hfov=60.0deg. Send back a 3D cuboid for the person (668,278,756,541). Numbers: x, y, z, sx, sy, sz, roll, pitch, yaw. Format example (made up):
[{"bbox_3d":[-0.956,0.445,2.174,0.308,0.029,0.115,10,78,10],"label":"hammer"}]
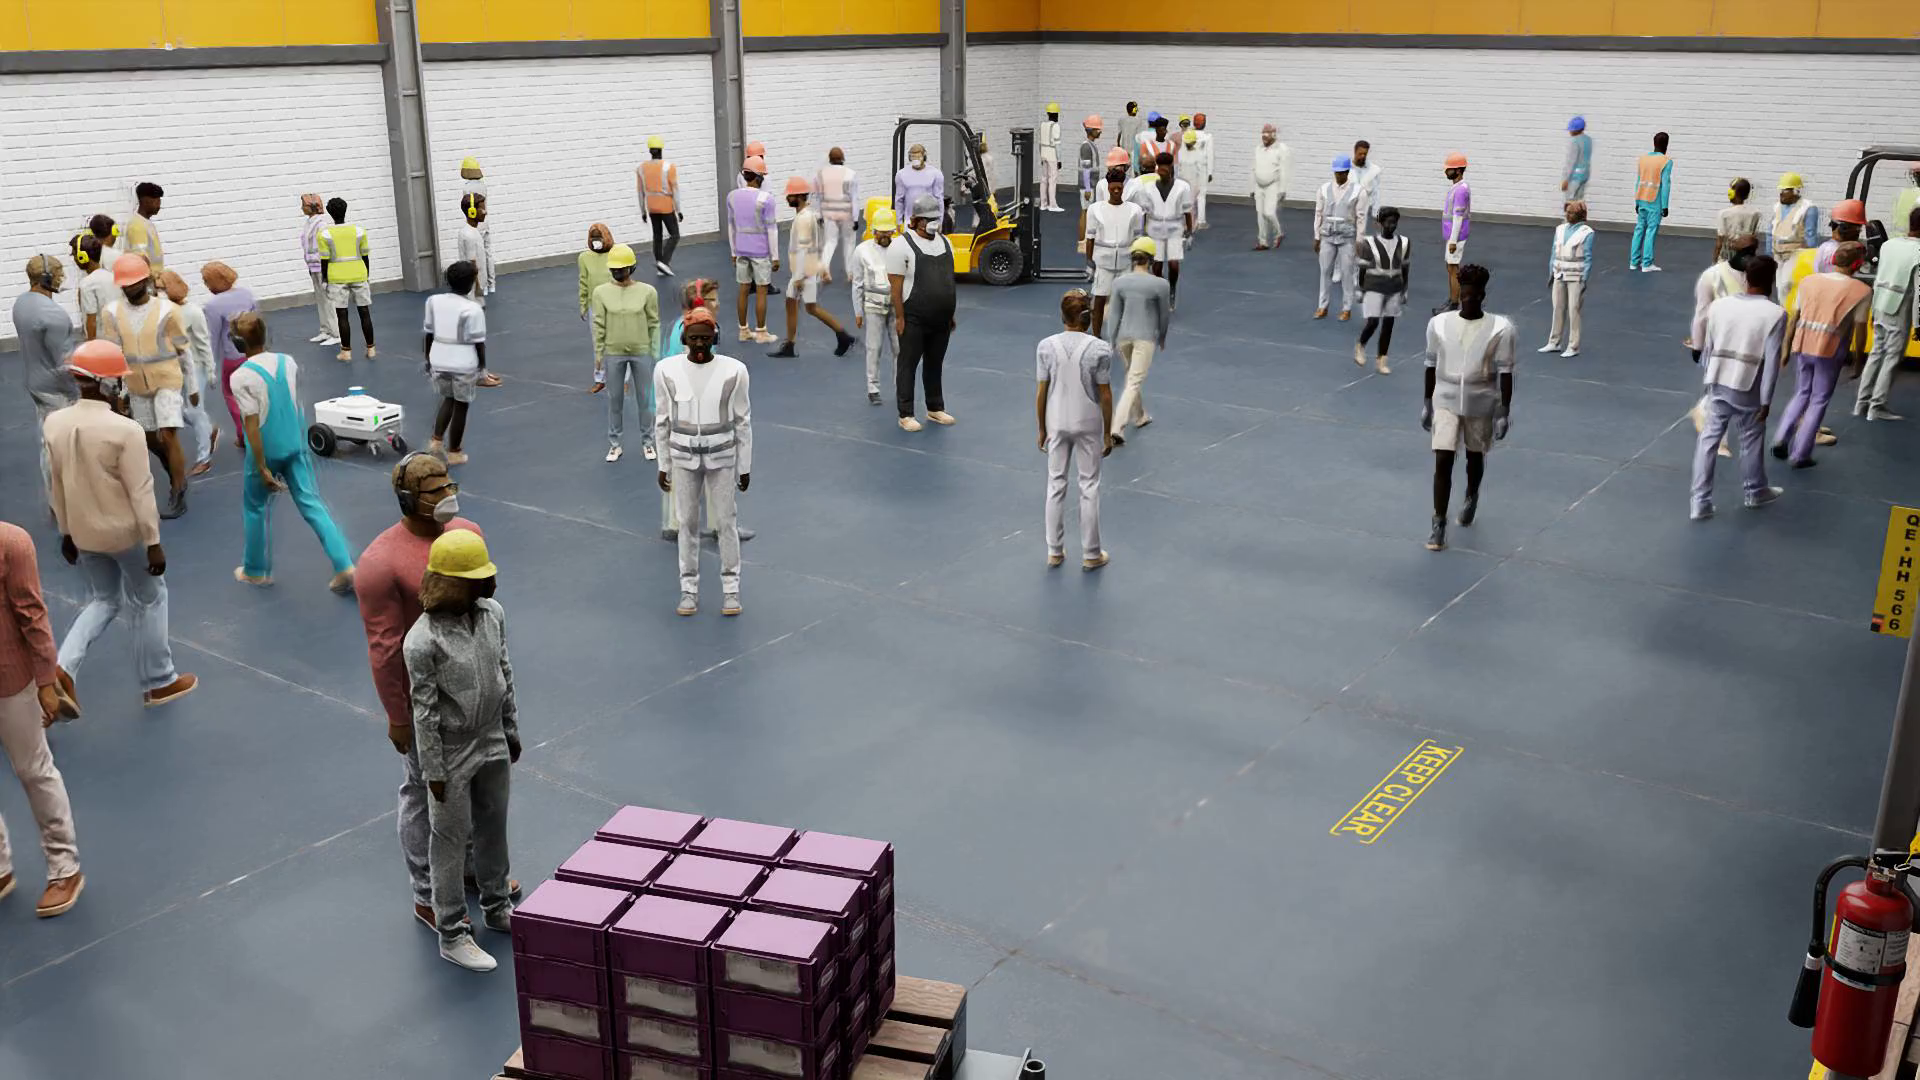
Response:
[{"bbox_3d":[-1.715,-0.881,11.362,0.726,1.818,0.577,-5,18,-16],"label":"person"}]

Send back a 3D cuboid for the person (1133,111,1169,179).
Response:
[{"bbox_3d":[3.257,-6.307,28.256,0.634,1.887,0.946,5,18,15],"label":"person"}]

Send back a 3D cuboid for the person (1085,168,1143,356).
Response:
[{"bbox_3d":[1.610,-2.903,17.457,0.607,1.966,0.367,-2,18,-6],"label":"person"}]

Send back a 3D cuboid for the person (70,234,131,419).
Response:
[{"bbox_3d":[-6.817,-1.499,13.251,0.346,1.855,0.533,0,18,0],"label":"person"}]

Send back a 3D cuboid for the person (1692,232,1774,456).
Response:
[{"bbox_3d":[6.407,-1.665,13.884,0.635,1.828,0.894,-1,18,-4],"label":"person"}]

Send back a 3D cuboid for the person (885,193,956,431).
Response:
[{"bbox_3d":[-0.275,-1.977,14.441,0.672,2.000,0.536,-14,23,-38],"label":"person"}]

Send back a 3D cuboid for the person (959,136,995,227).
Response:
[{"bbox_3d":[0.283,-5.449,25.868,0.488,1.694,0.918,14,22,36],"label":"person"}]

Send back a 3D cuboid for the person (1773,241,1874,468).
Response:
[{"bbox_3d":[6.820,-1.448,13.146,0.455,1.818,0.592,-11,21,-32],"label":"person"}]

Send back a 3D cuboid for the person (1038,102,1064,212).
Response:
[{"bbox_3d":[1.649,-6.916,30.070,0.370,1.928,0.585,-11,21,-31],"label":"person"}]

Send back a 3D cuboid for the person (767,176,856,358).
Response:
[{"bbox_3d":[-1.560,-2.828,17.330,0.893,1.908,0.555,-2,18,-7],"label":"person"}]

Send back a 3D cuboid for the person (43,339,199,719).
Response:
[{"bbox_3d":[-4.375,-0.025,8.457,0.636,1.964,0.752,6,19,17],"label":"person"}]

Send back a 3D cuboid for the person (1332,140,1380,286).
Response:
[{"bbox_3d":[5.233,-4.339,22.057,0.609,1.903,0.484,-2,18,-6],"label":"person"}]

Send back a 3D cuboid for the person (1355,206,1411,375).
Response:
[{"bbox_3d":[4.229,-2.500,16.644,0.545,1.684,0.398,-4,18,-11],"label":"person"}]

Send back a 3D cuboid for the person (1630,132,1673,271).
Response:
[{"bbox_3d":[9.647,-4.716,23.224,0.397,1.911,0.587,-7,19,-21],"label":"person"}]

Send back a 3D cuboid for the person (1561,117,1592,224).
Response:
[{"bbox_3d":[9.814,-5.754,26.475,0.673,1.910,0.381,-16,24,-41],"label":"person"}]

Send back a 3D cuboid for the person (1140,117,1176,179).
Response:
[{"bbox_3d":[3.053,-5.517,25.635,0.613,1.961,0.368,-7,19,-20],"label":"person"}]

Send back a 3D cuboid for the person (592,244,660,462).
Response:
[{"bbox_3d":[-2.674,-1.498,13.391,0.533,1.765,0.321,-3,18,-8],"label":"person"}]

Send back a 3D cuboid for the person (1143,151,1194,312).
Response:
[{"bbox_3d":[2.450,-3.642,19.806,0.686,1.939,0.462,4,18,11],"label":"person"}]

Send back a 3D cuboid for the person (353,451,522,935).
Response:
[{"bbox_3d":[-2.041,0.596,6.559,0.372,1.940,0.632,8,19,23],"label":"person"}]

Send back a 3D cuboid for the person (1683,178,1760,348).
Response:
[{"bbox_3d":[8.154,-2.921,17.722,0.510,1.839,0.794,-2,18,-7],"label":"person"}]

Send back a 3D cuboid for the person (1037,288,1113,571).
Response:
[{"bbox_3d":[0.743,-0.705,10.784,0.505,1.841,0.347,6,19,19],"label":"person"}]

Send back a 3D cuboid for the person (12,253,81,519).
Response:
[{"bbox_3d":[-6.379,-1.055,11.743,0.636,1.930,0.371,14,22,37],"label":"person"}]

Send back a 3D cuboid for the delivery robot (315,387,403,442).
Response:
[{"bbox_3d":[-4.946,-1.017,13.686,0.707,0.478,0.477,8,19,23],"label":"delivery robot"}]

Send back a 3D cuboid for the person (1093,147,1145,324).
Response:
[{"bbox_3d":[1.800,-3.469,19.103,0.614,2.041,0.393,10,20,28],"label":"person"}]

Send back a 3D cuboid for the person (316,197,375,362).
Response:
[{"bbox_3d":[-6.354,-2.691,17.236,0.532,1.692,0.322,-12,22,-34],"label":"person"}]

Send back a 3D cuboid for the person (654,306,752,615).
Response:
[{"bbox_3d":[-1.531,-0.465,9.976,0.575,1.880,0.360,-1,18,-2],"label":"person"}]

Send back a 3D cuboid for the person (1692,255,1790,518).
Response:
[{"bbox_3d":[5.669,-1.114,11.997,0.965,1.871,0.617,-12,21,-34],"label":"person"}]

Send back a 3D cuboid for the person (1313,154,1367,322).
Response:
[{"bbox_3d":[4.430,-3.535,19.484,0.614,1.939,0.417,10,20,29],"label":"person"}]

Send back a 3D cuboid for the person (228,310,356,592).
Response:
[{"bbox_3d":[-4.214,-0.529,10.319,0.965,1.807,0.511,10,20,28],"label":"person"}]

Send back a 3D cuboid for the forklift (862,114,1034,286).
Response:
[{"bbox_3d":[-0.171,-4.594,22.377,2.313,2.155,1.214,1,18,3],"label":"forklift"}]

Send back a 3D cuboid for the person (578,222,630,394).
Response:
[{"bbox_3d":[-3.370,-2.195,15.795,0.501,1.627,0.271,3,18,9],"label":"person"}]

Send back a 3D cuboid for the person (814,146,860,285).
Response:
[{"bbox_3d":[-1.635,-4.305,22.107,0.627,1.808,0.825,5,18,14],"label":"person"}]

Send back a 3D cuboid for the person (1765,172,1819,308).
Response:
[{"bbox_3d":[9.310,-3.213,18.691,0.497,1.803,0.605,-5,19,-17],"label":"person"}]

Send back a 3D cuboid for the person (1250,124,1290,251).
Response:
[{"bbox_3d":[4.632,-5.310,25.097,0.423,1.894,0.672,-14,23,-38],"label":"person"}]

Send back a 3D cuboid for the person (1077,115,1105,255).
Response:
[{"bbox_3d":[1.953,-5.288,24.798,0.395,2.038,0.615,3,18,9],"label":"person"}]

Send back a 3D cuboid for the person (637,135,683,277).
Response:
[{"bbox_3d":[-4.062,-4.518,22.590,0.635,1.914,0.536,6,19,17],"label":"person"}]

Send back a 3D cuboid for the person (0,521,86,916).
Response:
[{"bbox_3d":[-3.902,0.566,6.588,0.626,1.982,0.410,-2,18,-6],"label":"person"}]

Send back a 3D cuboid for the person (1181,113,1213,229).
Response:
[{"bbox_3d":[3.954,-6.153,27.760,0.575,1.881,0.356,12,21,32],"label":"person"}]

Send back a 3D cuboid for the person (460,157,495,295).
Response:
[{"bbox_3d":[-6.208,-4.021,21.316,0.297,1.744,0.487,4,18,11],"label":"person"}]

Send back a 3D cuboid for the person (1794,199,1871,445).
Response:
[{"bbox_3d":[7.314,-1.833,13.989,0.374,2.043,0.608,6,19,19],"label":"person"}]

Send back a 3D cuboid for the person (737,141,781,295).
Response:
[{"bbox_3d":[-2.578,-4.109,21.270,0.545,1.942,0.350,13,22,35],"label":"person"}]

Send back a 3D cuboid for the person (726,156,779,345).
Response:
[{"bbox_3d":[-2.228,-3.144,18.114,0.611,2.032,0.411,9,20,27],"label":"person"}]

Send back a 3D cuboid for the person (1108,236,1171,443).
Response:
[{"bbox_3d":[1.488,-1.707,14.135,0.498,1.707,0.963,12,21,33],"label":"person"}]

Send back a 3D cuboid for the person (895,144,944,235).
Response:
[{"bbox_3d":[-0.517,-4.039,21.082,0.635,1.929,0.385,3,18,10],"label":"person"}]

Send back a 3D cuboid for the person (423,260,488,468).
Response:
[{"bbox_3d":[-3.993,-1.384,13.181,0.593,1.663,0.351,6,19,18],"label":"person"}]

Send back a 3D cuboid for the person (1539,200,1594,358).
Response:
[{"bbox_3d":[6.410,-2.746,17.508,0.315,1.636,0.518,-9,20,-26],"label":"person"}]

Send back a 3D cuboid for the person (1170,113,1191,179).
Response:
[{"bbox_3d":[3.990,-6.728,29.768,0.531,1.755,0.343,-3,18,-9],"label":"person"}]

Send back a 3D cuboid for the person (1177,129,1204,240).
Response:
[{"bbox_3d":[3.673,-5.641,26.389,0.521,1.745,0.536,-15,23,-40],"label":"person"}]

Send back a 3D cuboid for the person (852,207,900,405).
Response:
[{"bbox_3d":[-0.694,-2.153,15.354,0.601,1.819,0.403,-6,19,-18],"label":"person"}]

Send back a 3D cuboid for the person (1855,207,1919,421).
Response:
[{"bbox_3d":[8.303,-2.000,14.745,0.442,1.898,0.605,-2,18,-7],"label":"person"}]

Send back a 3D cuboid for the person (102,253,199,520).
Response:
[{"bbox_3d":[-5.824,-1.149,12.062,0.547,1.906,0.785,-2,18,-5],"label":"person"}]

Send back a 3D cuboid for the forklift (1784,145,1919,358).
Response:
[{"bbox_3d":[9.803,-2.879,17.013,2.313,2.155,1.214,12,21,33],"label":"forklift"}]

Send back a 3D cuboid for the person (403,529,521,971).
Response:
[{"bbox_3d":[-1.836,0.788,6.287,0.322,1.737,0.484,9,20,25],"label":"person"}]

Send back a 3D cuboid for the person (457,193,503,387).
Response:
[{"bbox_3d":[-4.675,-2.416,16.110,0.324,1.862,0.511,-6,19,-17],"label":"person"}]

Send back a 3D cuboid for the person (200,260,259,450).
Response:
[{"bbox_3d":[-5.920,-1.506,13.669,0.410,1.610,0.530,8,19,23],"label":"person"}]

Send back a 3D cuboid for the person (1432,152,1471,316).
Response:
[{"bbox_3d":[5.852,-3.628,19.789,0.389,1.930,0.544,3,18,10],"label":"person"}]

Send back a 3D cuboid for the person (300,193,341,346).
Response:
[{"bbox_3d":[-6.968,-2.945,18.114,0.309,1.641,0.513,-14,22,-36],"label":"person"}]

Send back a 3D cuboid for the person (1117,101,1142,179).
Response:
[{"bbox_3d":[3.235,-7.399,31.687,0.515,1.864,0.333,9,20,25],"label":"person"}]

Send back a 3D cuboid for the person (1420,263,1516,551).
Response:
[{"bbox_3d":[3.484,-0.953,11.438,0.617,1.922,0.983,8,19,23],"label":"person"}]

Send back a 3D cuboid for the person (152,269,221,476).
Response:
[{"bbox_3d":[-6.083,-1.343,13.138,0.536,1.616,0.471,5,18,15],"label":"person"}]
